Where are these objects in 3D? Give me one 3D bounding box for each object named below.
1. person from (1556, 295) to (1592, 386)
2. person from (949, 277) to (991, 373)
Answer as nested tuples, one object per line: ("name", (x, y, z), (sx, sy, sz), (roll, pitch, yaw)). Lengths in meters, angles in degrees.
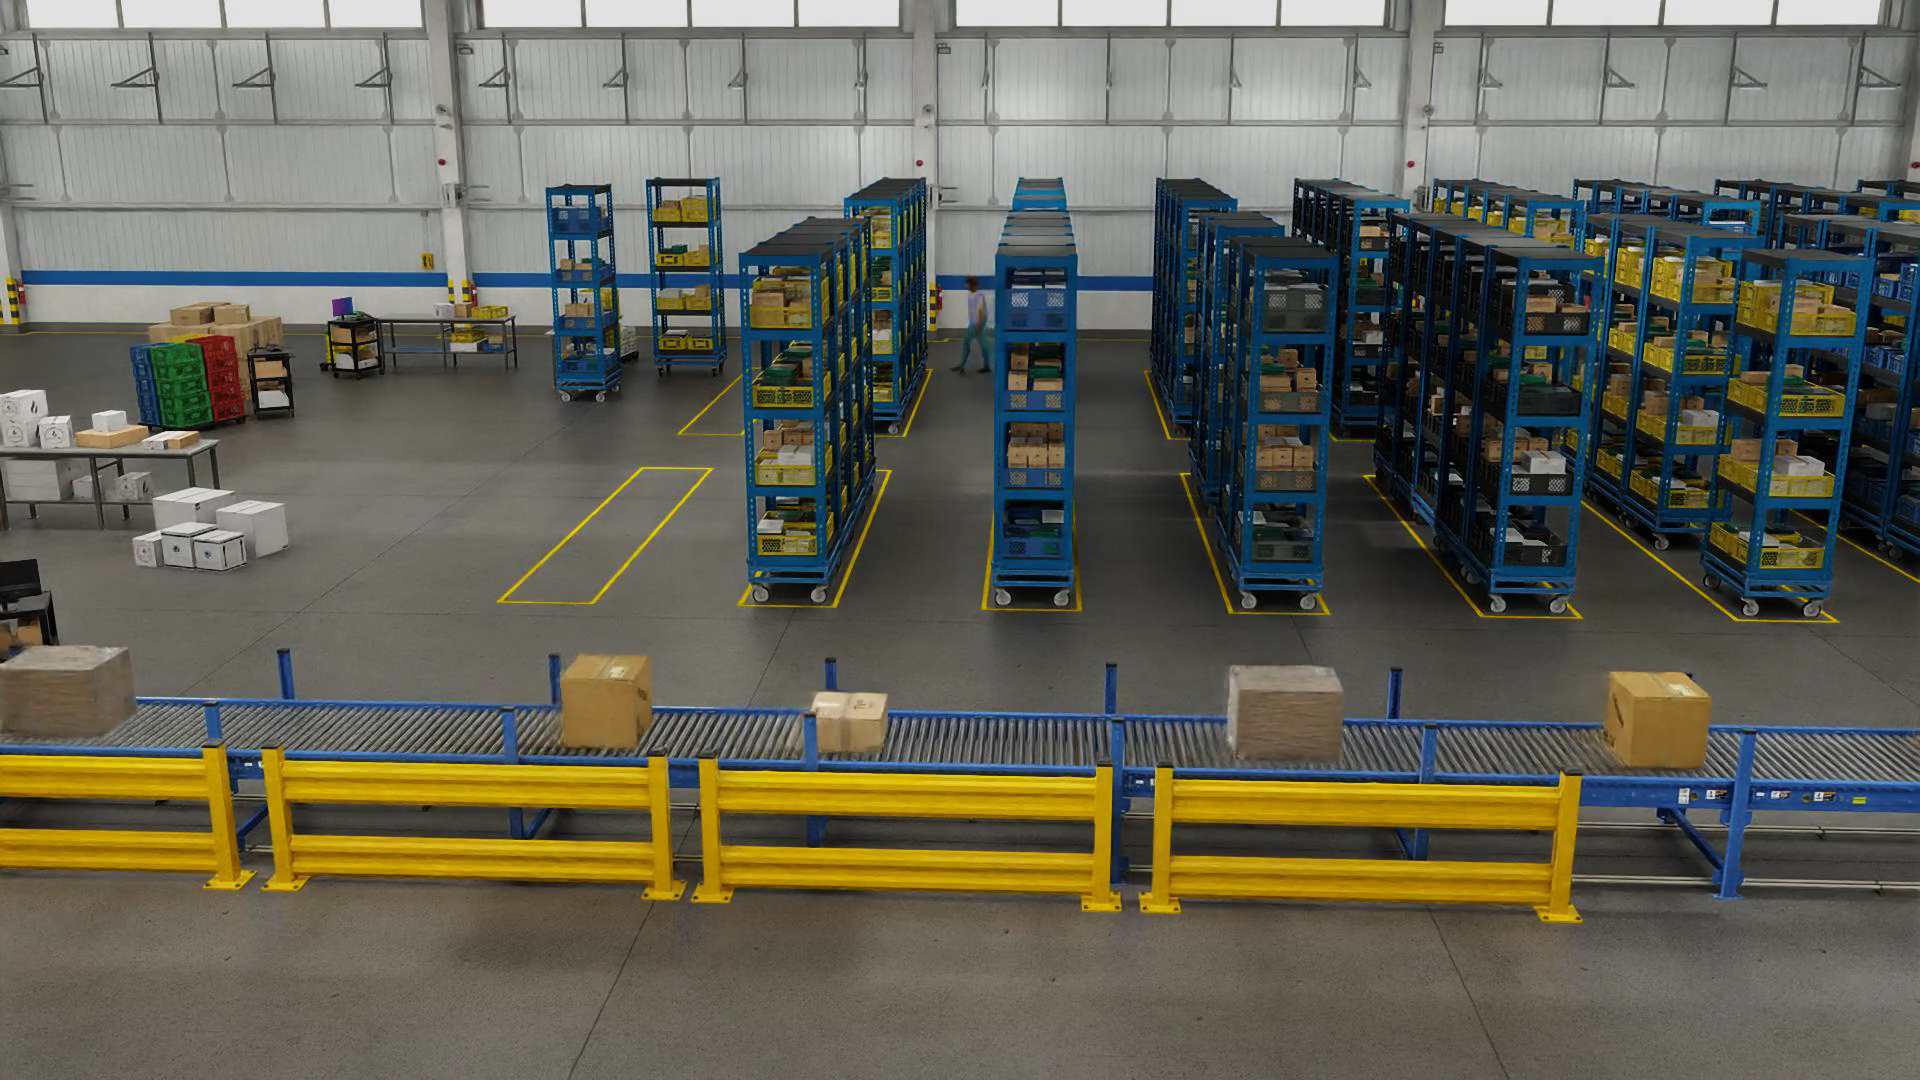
("person", (9.967, -3.009, 27.001), (0.649, 1.956, 0.536), (9, 18, 30))
("person", (0.209, -3.983, 30.919), (0.910, 1.785, 0.600), (-8, 17, -26))
